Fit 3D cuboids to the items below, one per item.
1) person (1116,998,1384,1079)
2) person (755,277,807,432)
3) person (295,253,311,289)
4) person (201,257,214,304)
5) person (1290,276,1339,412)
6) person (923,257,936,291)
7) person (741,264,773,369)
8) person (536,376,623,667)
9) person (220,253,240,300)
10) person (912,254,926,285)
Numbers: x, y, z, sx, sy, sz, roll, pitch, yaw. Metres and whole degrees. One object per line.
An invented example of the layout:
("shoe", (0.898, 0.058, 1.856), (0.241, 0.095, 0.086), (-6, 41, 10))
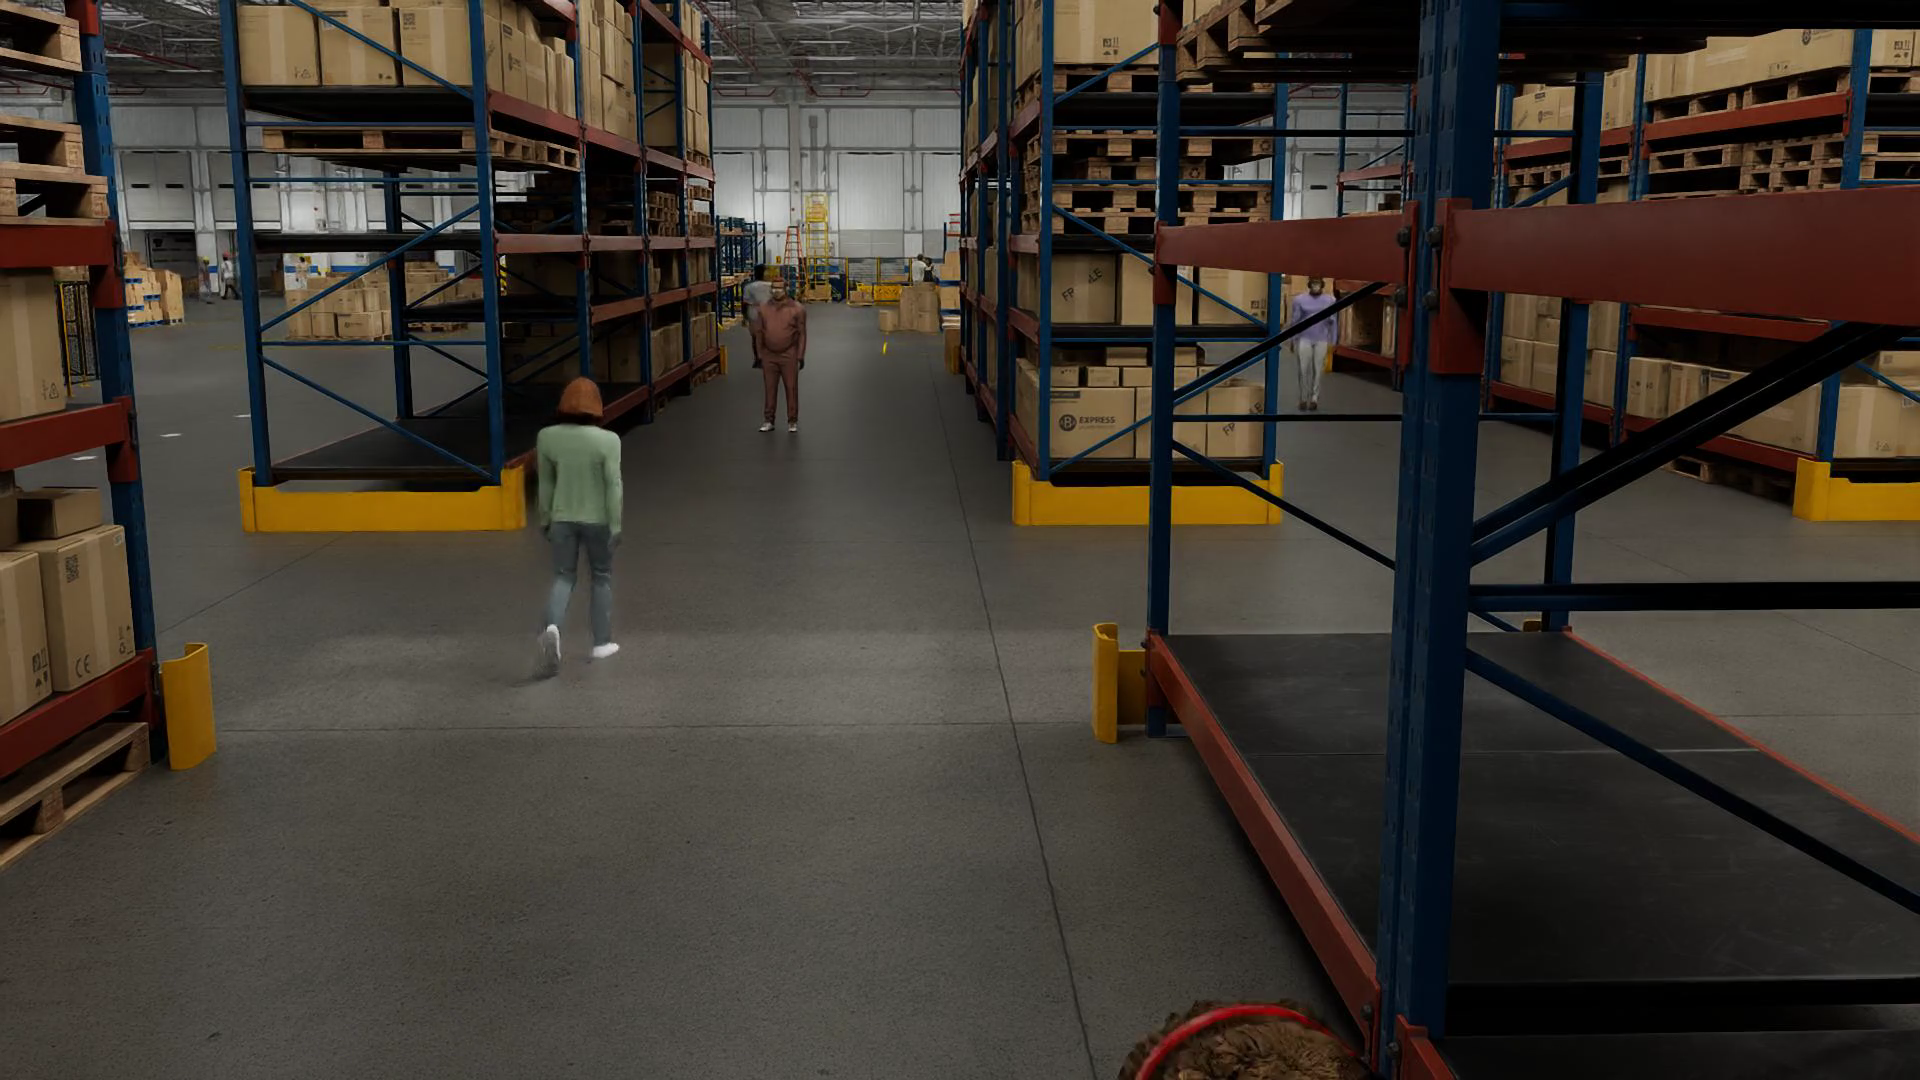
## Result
("person", (0.224, 1.241, 1.200), (0.605, 1.803, 0.451), (8, 13, 36))
("person", (-2.221, -2.281, 20.534), (0.639, 1.911, 0.406), (2, 10, 9))
("person", (-26.840, -10.767, 67.872), (0.904, 1.897, 0.603), (6, 12, 32))
("person", (-28.478, -9.818, 62.929), (0.373, 1.751, 0.547), (-2, 10, -11))
("person", (4.886, -2.716, 22.953), (0.655, 1.906, 0.900), (2, 10, 11))
("person", (-1.002, -8.353, 54.580), (0.511, 1.840, 0.338), (7, 12, 34))
("person", (-3.704, -4.118, 30.671), (0.634, 1.941, 0.411), (-5, 11, -24))
("person", (-2.110, -0.092, 9.164), (0.510, 1.612, 0.629), (2, 10, 9))
("person", (-29.462, -10.616, 67.041), (0.980, 1.896, 0.555), (3, 10, 14))
("person", (-1.420, -9.060, 58.281), (0.646, 1.927, 0.389), (8, 13, 37))
